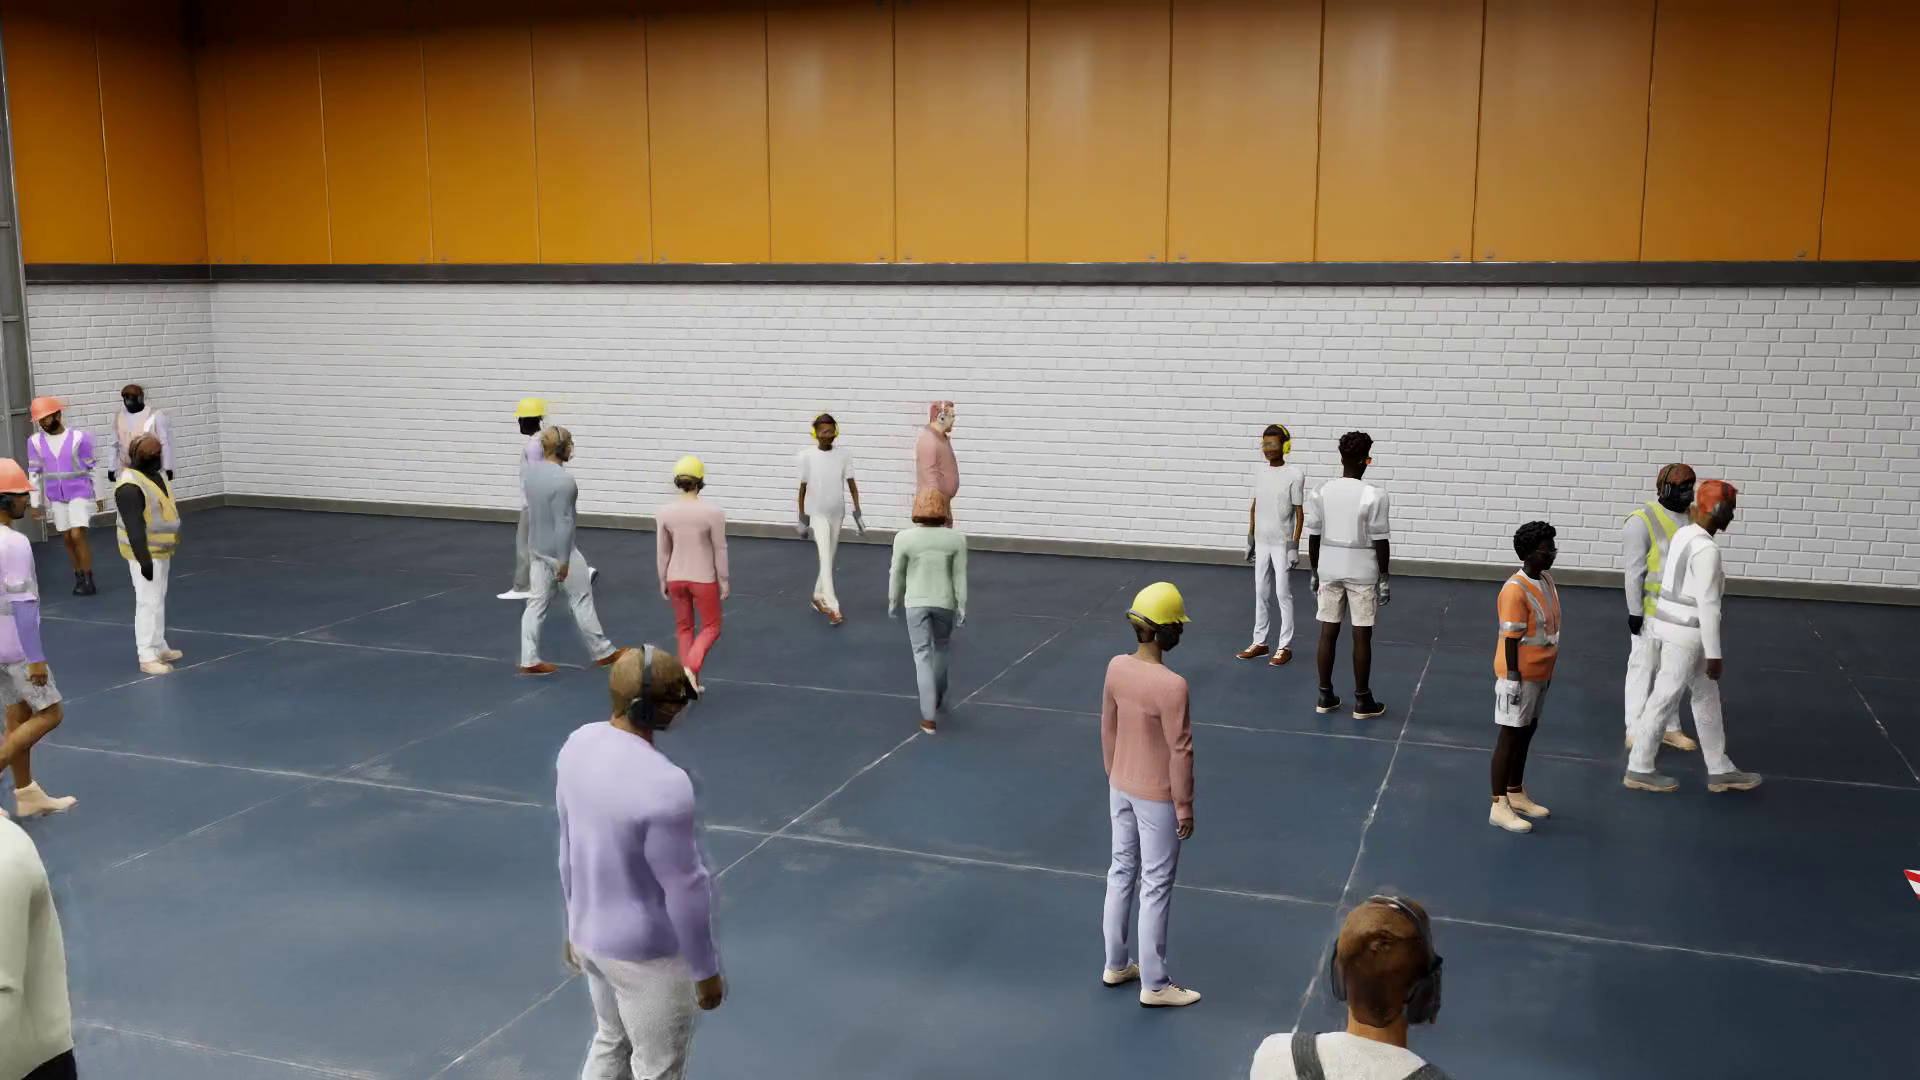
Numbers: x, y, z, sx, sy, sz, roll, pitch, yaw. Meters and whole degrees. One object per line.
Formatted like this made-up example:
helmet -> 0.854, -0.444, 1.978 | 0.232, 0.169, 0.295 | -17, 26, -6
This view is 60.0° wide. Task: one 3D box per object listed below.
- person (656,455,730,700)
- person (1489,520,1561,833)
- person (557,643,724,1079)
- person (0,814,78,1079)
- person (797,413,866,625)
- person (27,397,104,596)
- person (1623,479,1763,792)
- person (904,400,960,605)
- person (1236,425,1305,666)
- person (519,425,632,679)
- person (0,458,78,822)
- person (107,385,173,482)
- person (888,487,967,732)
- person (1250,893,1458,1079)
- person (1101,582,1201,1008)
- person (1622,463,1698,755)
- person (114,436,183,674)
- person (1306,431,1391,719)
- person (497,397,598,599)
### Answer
person -> -1.896, 0.286, 11.662 | 0.537, 1.753, 0.530 | 3, 10, 15
person -> 3.099, 0.732, 9.094 | 0.316, 1.695, 0.542 | 7, 12, 38
person -> -1.010, 1.260, 5.196 | 0.407, 1.913, 0.672 | -8, 12, -41
person -> -2.579, 1.350, 4.534 | 0.608, 1.947, 1.002 | 7, 12, 39
person -> -1.139, -0.202, 14.522 | 0.535, 1.823, 0.969 | -4, 10, -24
person -> -8.349, -0.406, 15.536 | 0.558, 1.887, 0.650 | -1, 9, -7
person -> 4.303, 0.573, 9.588 | 0.862, 1.843, 0.625 | 2, 9, 13
person -> -0.282, -0.341, 15.194 | 0.593, 1.886, 0.662 | 2, 9, 9
person -> 2.422, 0.035, 12.894 | 0.328, 1.868, 0.514 | -8, 12, -41
person -> -2.962, 0.079, 12.538 | 0.880, 1.897, 0.641 | -9, 13, -44
person -> -5.188, 0.574, 9.030 | 0.625, 2.033, 0.553 | 7, 11, 37
person -> -9.018, -0.787, 18.191 | 0.657, 1.800, 0.898 | 1, 9, 5
person -> -0.234, 0.441, 11.204 | 0.502, 1.600, 0.795 | -2, 9, -15
person -> 0.831, 1.586, 3.385 | 0.530, 1.822, 0.650 | 6, 11, 31
person -> 0.802, 1.048, 6.920 | 0.321, 1.766, 0.535 | -5, 11, -30
person -> 4.472, 0.432, 10.505 | 0.625, 1.845, 0.429 | -4, 10, -23
person -> -6.154, 0.102, 12.690 | 0.433, 1.818, 0.725 | -1, 9, -7
person -> 2.660, 0.233, 11.352 | 0.600, 1.967, 0.368 | 8, 12, 39
person -> -3.850, -0.382, 15.392 | 0.859, 1.903, 0.594 | 0, 9, 3
